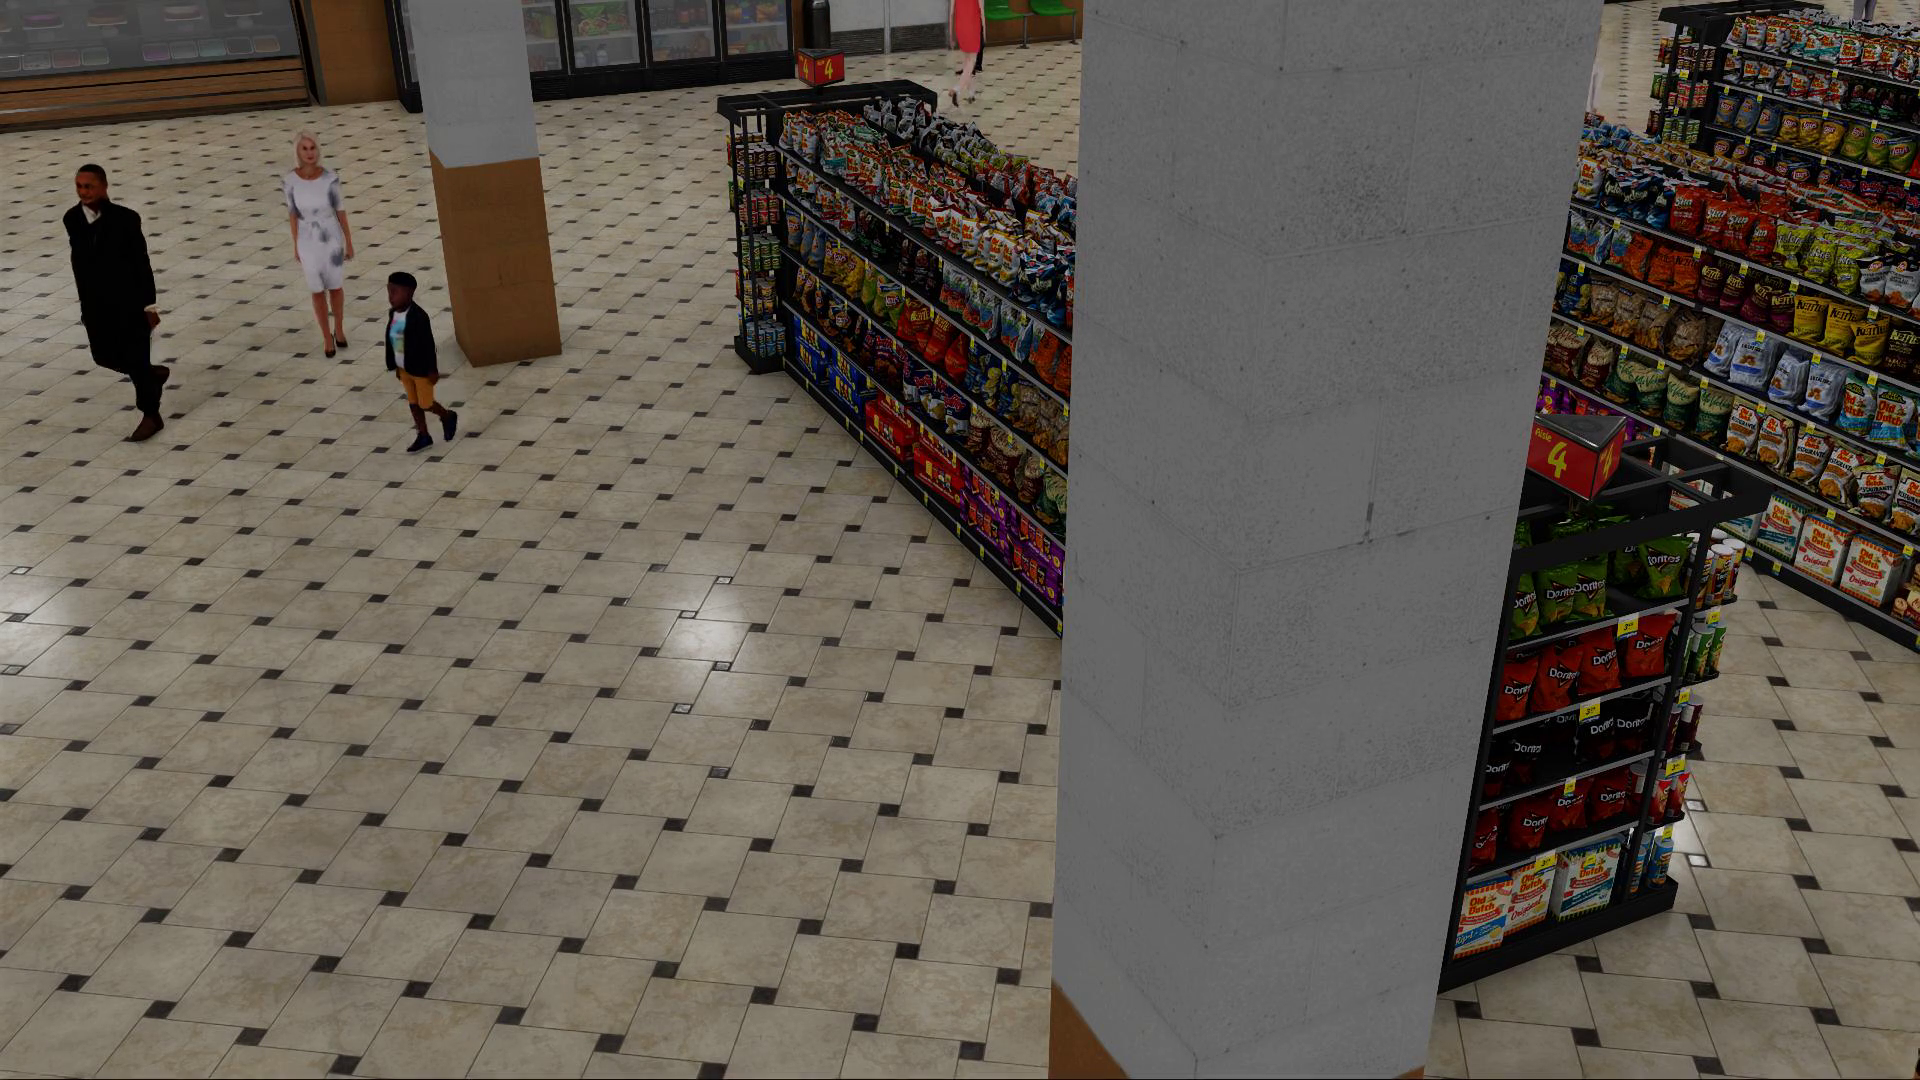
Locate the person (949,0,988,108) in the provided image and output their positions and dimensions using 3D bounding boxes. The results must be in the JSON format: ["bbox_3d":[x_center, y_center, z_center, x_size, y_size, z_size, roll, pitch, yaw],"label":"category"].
[{"bbox_3d":[0.071,-6.212,20.503,1.123,1.796,1.105,12,29,23],"label":"person"}]

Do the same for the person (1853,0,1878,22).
[{"bbox_3d":[13.356,-8.102,24.435,0.614,1.610,0.613,-5,27,-10],"label":"person"}]

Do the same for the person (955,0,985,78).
[{"bbox_3d":[0.158,-7.231,22.466,0.808,1.838,0.750,10,28,18],"label":"person"}]

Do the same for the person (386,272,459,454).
[{"bbox_3d":[-3.633,-1.213,11.236,0.700,1.261,0.749,14,30,25],"label":"person"}]

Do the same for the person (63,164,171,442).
[{"bbox_3d":[-5.728,-1.657,11.413,0.954,1.893,1.052,3,27,5],"label":"person"}]

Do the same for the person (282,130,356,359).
[{"bbox_3d":[-4.969,-2.312,12.883,0.582,1.731,0.719,-13,30,-24],"label":"person"}]
